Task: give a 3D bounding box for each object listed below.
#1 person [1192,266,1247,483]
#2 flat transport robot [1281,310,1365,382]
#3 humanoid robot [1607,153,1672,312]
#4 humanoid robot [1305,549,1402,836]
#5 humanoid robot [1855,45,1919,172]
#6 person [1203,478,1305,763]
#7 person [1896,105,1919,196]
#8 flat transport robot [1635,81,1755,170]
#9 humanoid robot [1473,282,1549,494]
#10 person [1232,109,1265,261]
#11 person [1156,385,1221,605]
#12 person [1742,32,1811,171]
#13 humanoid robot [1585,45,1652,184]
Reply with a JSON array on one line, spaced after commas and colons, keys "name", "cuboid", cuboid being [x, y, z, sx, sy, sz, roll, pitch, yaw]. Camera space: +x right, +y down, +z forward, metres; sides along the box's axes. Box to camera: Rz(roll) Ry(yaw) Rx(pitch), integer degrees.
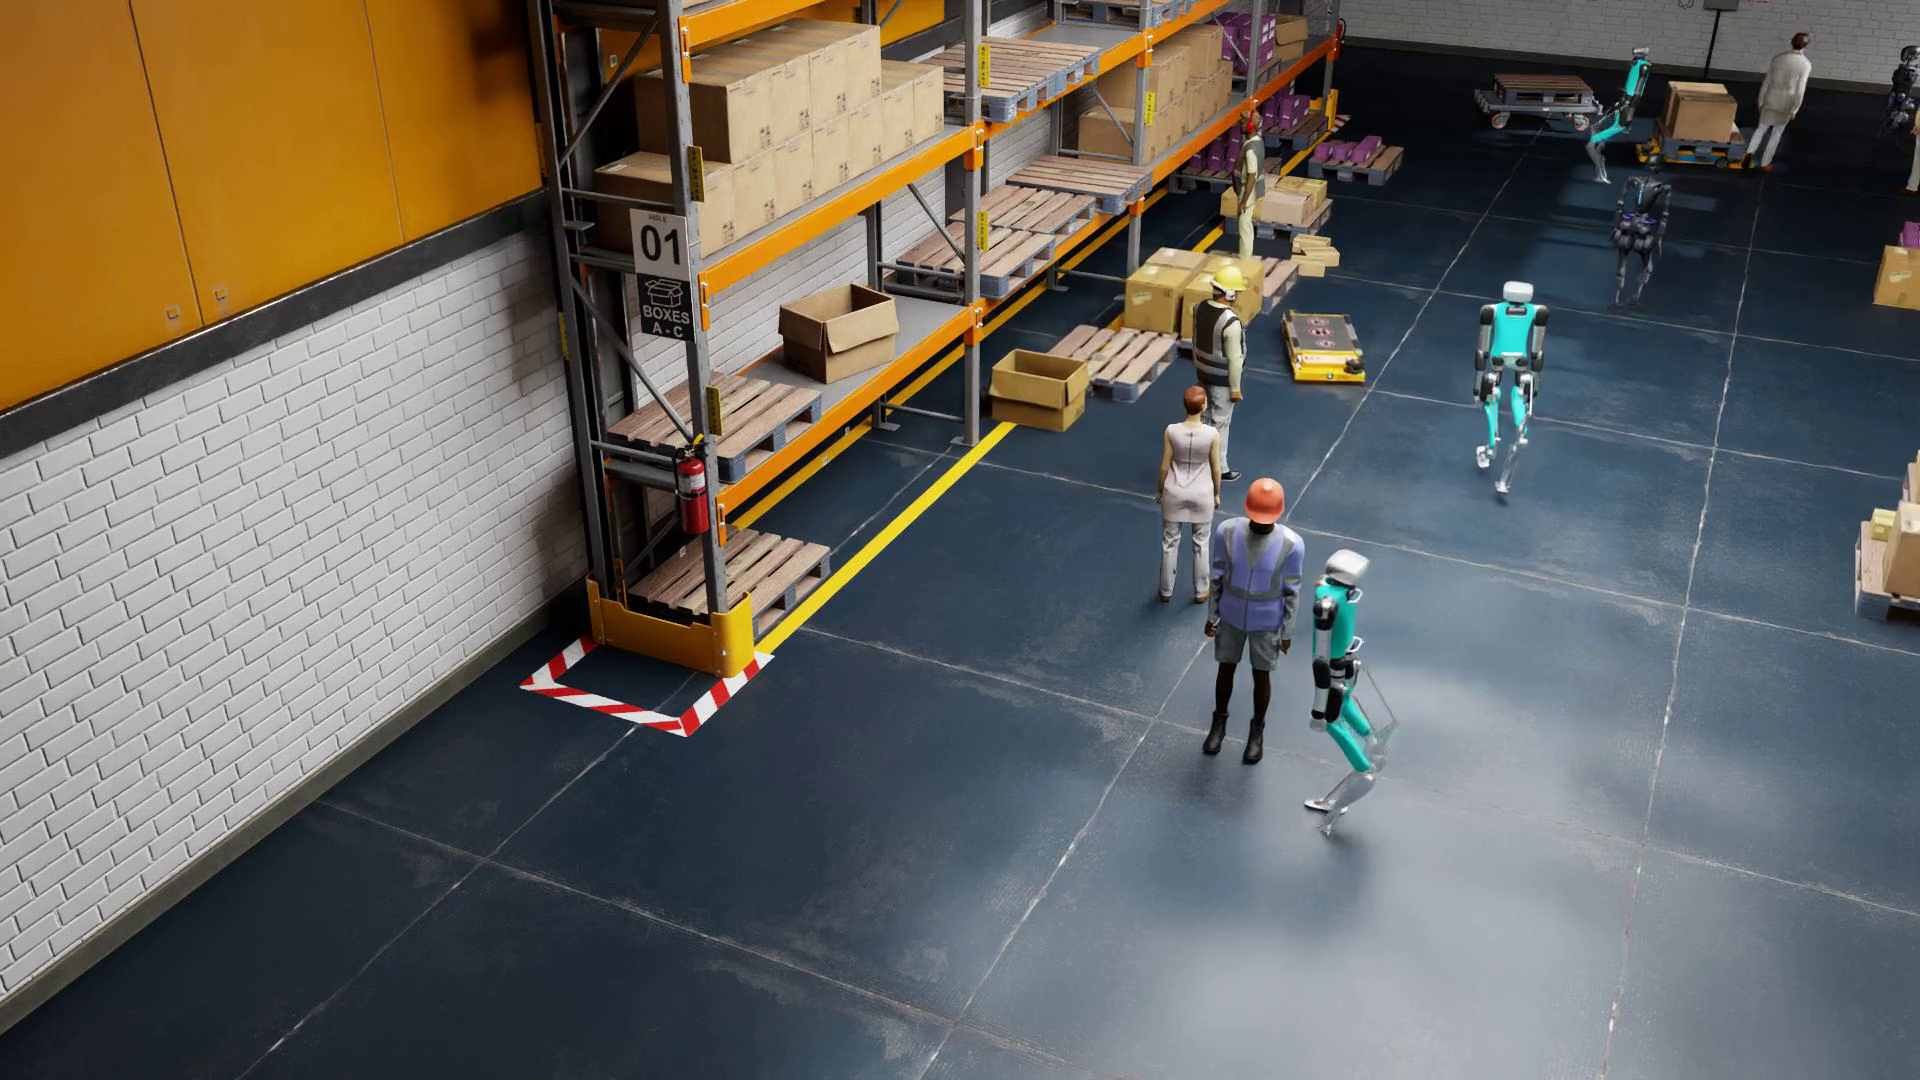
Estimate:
[{"name": "person", "cuboid": [2.124, -1.355, 13.602, 0.404, 1.824, 0.585, -14, 31, -24]}, {"name": "flat transport robot", "cuboid": [3.535, -1.900, 16.252, 0.659, 0.231, 1.431, 2, 28, 4]}, {"name": "humanoid robot", "cuboid": [6.967, -3.165, 17.112, 0.587, 1.650, 0.344, 25, 37, 38]}, {"name": "humanoid robot", "cuboid": [2.279, 0.905, 9.480, 0.648, 1.775, 0.534, 14, 31, 24]}, {"name": "humanoid robot", "cuboid": [12.311, -5.623, 21.730, 0.723, 1.649, 0.600, 4, 29, 8]}, {"name": "person", "cuboid": [1.764, 0.481, 10.095, 0.551, 1.926, 0.389, 11, 30, 19]}, {"name": "person", "cuboid": [12.172, -5.238, 20.768, 0.549, 1.870, 0.390, -10, 30, -18]}, {"name": "flat transport robot", "cuboid": [9.884, -5.207, 22.382, 1.431, 0.231, 0.659, 7, 29, 13]}, {"name": "humanoid robot", "cuboid": [4.398, -1.154, 13.350, 0.547, 1.735, 1.043, 4, 29, 7]}, {"name": "person", "cuboid": [3.101, -3.724, 17.973, 0.390, 1.846, 0.565, 4, 29, 8]}, {"name": "person", "cuboid": [1.623, -0.310, 11.837, 0.455, 1.656, 0.272, 4, 29, 8]}, {"name": "person", "cuboid": [10.626, -5.658, 21.606, 0.544, 1.804, 0.609, 23, 36, 35]}, {"name": "humanoid robot", "cuboid": [8.271, -5.356, 21.169, 0.749, 1.836, 0.550, 3, 29, 6]}]
